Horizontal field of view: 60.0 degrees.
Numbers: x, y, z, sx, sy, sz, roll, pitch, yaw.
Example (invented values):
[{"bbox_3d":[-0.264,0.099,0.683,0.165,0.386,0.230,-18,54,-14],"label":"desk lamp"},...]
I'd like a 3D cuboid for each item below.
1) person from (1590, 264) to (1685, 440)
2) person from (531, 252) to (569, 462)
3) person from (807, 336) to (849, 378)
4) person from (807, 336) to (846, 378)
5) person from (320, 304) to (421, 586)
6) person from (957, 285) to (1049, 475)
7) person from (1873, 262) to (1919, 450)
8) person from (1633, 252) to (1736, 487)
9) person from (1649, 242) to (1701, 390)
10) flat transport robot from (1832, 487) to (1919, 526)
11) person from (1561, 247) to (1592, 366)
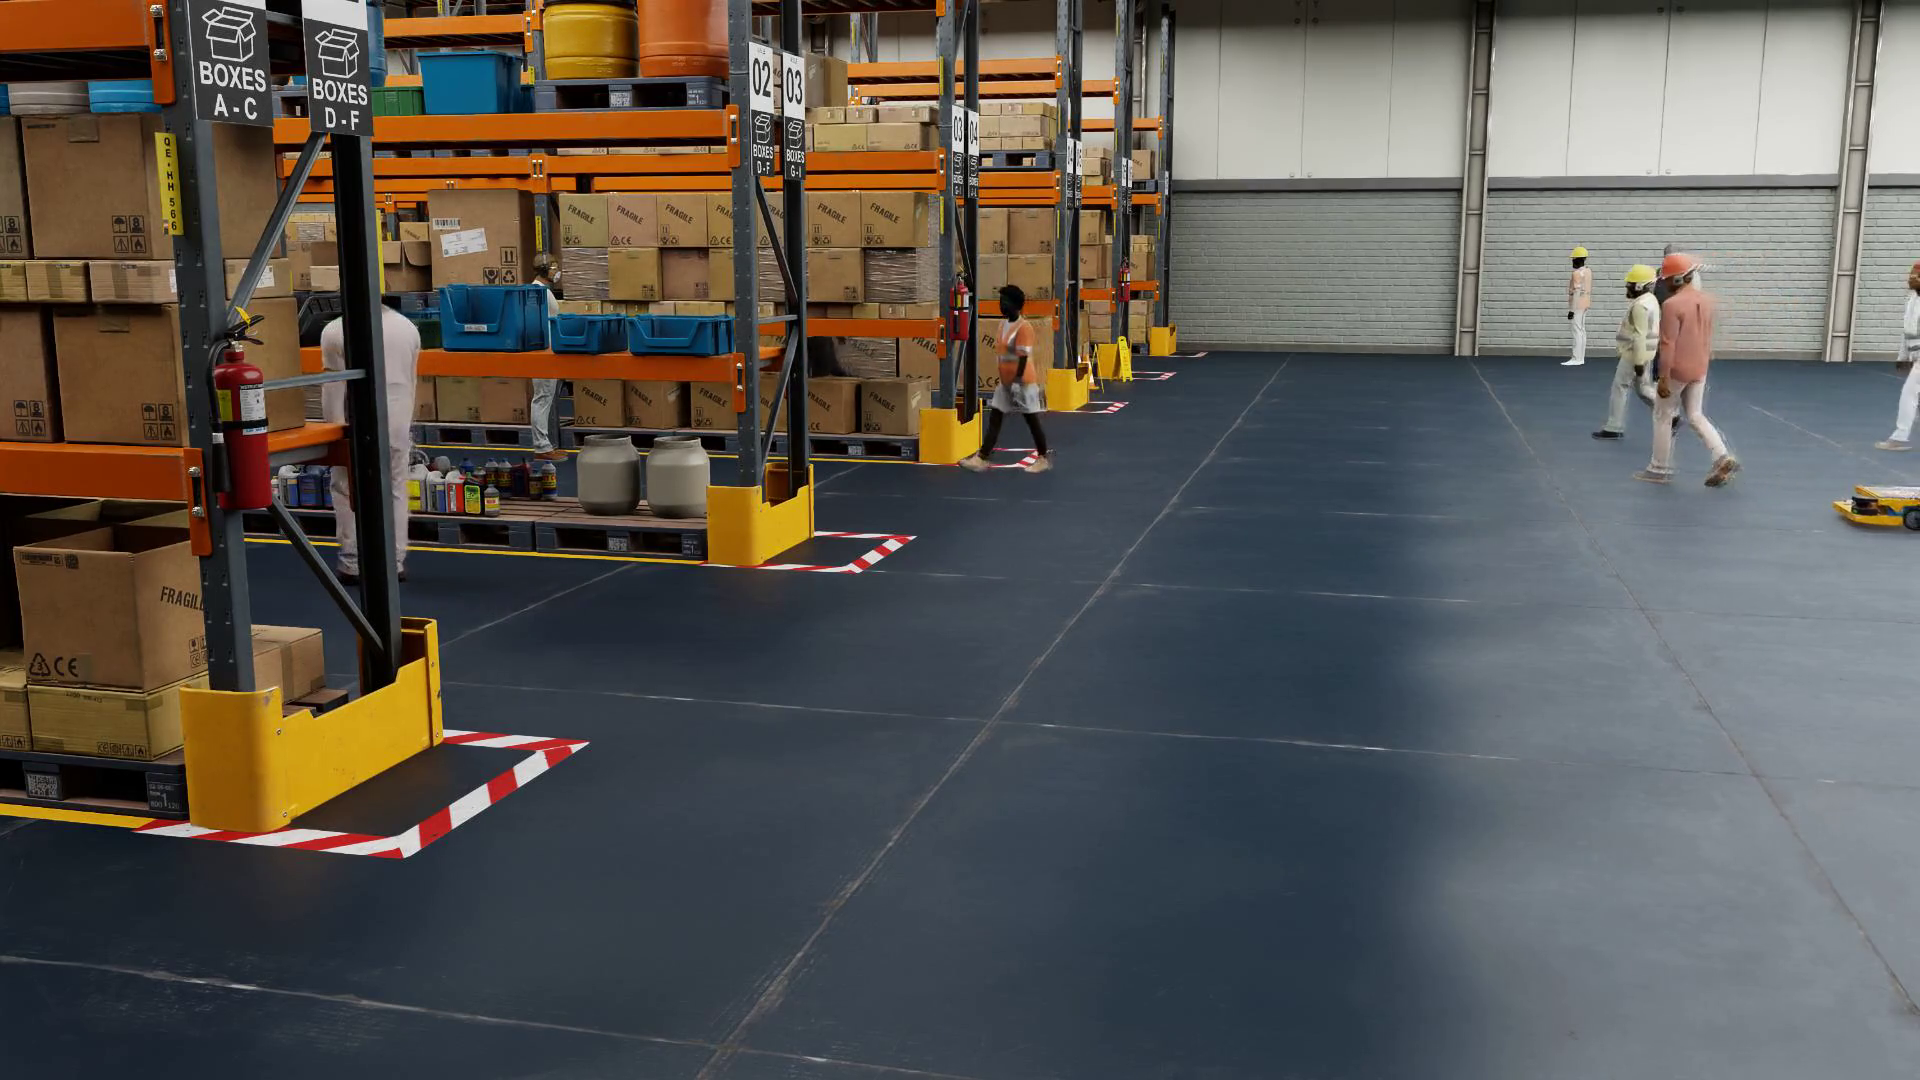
[{"bbox_3d":[6.938,-1.893,16.885,0.815,1.805,0.591,7,12,35],"label":"person"},{"bbox_3d":[-3.844,-1.682,15.373,0.364,1.934,0.625,-3,11,-14],"label":"person"},{"bbox_3d":[-1.628,-2.446,19.755,0.993,1.881,0.597,2,10,13],"label":"person"},{"bbox_3d":[-1.567,-2.352,18.924,0.484,1.983,0.634,1,10,6],"label":"person"},{"bbox_3d":[-3.498,-0.671,9.853,0.479,1.898,0.665,9,13,40],"label":"person"},{"bbox_3d":[0.419,-1.368,14.371,0.858,1.644,0.554,-5,11,-27],"label":"person"},{"bbox_3d":[9.498,-1.787,16.212,0.929,1.847,0.581,1,10,7],"label":"person"},{"bbox_3d":[6.057,-1.397,13.762,0.640,1.953,0.871,-6,12,-29],"label":"person"},{"bbox_3d":[9.745,-3.077,22.785,0.685,2.000,0.798,5,12,28],"label":"person"},{"bbox_3d":[7.130,-0.234,11.938,1.431,0.197,0.652,3,11,14],"label":"flat transport robot"},{"bbox_3d":[10.070,-3.803,27.125,0.370,1.927,0.588,8,13,36],"label":"person"}]
